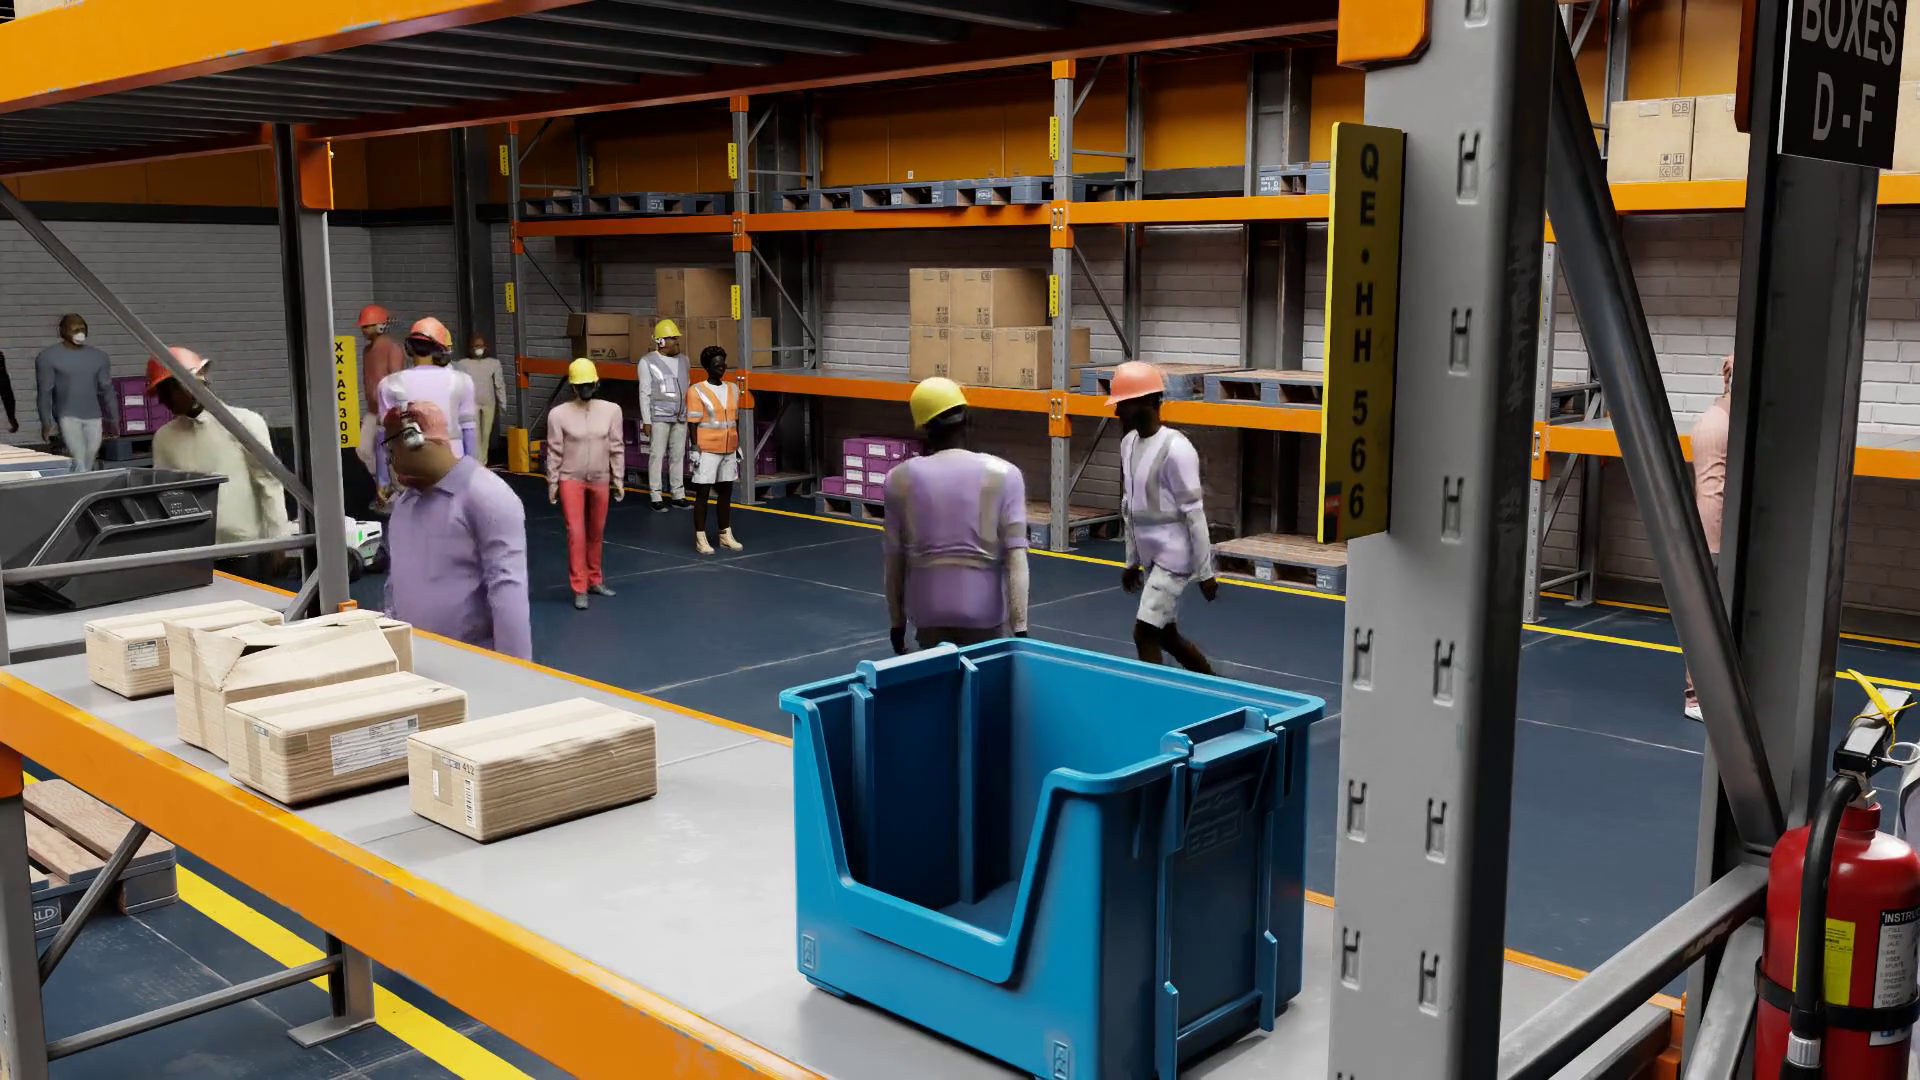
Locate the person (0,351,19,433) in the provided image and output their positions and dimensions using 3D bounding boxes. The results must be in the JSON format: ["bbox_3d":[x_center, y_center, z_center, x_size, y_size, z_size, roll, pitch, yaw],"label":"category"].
[{"bbox_3d":[-9.144,-1.159,15.416,0.987,1.954,0.610,7,12,36],"label":"person"}]

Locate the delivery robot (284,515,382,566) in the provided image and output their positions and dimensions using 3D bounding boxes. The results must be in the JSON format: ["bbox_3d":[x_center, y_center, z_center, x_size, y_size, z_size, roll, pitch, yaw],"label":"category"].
[{"bbox_3d":[-4.711,-0.027,12.436,0.707,0.478,0.477,1,9,10],"label":"delivery robot"}]

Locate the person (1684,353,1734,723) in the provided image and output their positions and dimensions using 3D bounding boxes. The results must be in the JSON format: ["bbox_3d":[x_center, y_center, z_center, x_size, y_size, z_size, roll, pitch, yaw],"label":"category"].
[{"bbox_3d":[3.956,-0.009,8.479,0.409,1.906,0.652,9,13,42],"label":"person"}]

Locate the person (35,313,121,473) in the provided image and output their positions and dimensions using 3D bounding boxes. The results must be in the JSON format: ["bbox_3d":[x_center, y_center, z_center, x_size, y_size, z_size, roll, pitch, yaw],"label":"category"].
[{"bbox_3d":[-7.767,-1.048,14.810,0.803,1.914,0.655,6,11,33],"label":"person"}]

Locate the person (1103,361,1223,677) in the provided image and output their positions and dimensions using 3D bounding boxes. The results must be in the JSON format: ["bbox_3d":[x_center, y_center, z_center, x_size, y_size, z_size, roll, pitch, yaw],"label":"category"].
[{"bbox_3d":[1.069,0.076,8.037,0.786,1.892,0.550,-3,10,-16],"label":"person"}]

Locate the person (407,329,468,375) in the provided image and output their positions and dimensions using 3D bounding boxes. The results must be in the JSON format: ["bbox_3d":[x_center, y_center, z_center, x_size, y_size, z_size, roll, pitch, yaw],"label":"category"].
[{"bbox_3d":[-4.482,-0.941,14.419,0.404,1.831,0.600,9,13,42],"label":"person"}]

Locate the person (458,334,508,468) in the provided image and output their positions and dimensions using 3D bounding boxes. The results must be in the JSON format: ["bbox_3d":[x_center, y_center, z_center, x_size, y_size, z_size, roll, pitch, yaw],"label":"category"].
[{"bbox_3d":[-5.244,-1.454,18.277,0.515,1.590,0.828,-5,10,-27],"label":"person"}]

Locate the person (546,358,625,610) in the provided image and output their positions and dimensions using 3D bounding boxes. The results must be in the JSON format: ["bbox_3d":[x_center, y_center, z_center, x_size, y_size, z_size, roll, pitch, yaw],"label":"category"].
[{"bbox_3d":[-2.593,-0.403,11.501,0.531,1.717,0.644,-5,11,-28],"label":"person"}]

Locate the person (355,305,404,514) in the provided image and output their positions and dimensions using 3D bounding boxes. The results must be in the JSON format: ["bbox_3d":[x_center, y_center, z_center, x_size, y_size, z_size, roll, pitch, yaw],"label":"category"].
[{"bbox_3d":[-5.459,-1.218,15.694,0.617,1.977,0.440,7,12,37],"label":"person"}]

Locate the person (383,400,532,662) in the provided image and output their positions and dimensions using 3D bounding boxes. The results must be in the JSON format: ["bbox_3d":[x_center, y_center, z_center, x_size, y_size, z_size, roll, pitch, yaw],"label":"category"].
[{"bbox_3d":[-1.763,0.448,5.839,0.694,1.865,0.434,6,11,32],"label":"person"}]

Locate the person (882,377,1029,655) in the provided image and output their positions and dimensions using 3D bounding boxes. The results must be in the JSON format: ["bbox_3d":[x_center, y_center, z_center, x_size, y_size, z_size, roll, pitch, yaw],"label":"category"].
[{"bbox_3d":[-0.019,0.288,6.731,0.618,1.879,0.506,2,9,11],"label":"person"}]

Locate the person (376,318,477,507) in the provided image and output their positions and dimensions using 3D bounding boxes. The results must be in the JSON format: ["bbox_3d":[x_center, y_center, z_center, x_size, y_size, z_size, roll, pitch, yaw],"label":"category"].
[{"bbox_3d":[-3.479,-0.444,10.894,0.686,1.991,0.839,-4,10,-22],"label":"person"}]

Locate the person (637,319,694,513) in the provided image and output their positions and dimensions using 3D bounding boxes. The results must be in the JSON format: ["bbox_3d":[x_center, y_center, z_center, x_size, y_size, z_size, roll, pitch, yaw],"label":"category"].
[{"bbox_3d":[-2.783,-1.182,15.888,0.404,1.833,0.600,9,13,42],"label":"person"}]

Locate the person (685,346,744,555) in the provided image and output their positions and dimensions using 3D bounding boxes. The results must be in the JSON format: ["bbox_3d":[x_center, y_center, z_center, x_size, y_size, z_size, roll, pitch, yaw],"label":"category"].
[{"bbox_3d":[-1.988,-0.733,13.557,0.315,1.696,0.541,9,13,42],"label":"person"}]

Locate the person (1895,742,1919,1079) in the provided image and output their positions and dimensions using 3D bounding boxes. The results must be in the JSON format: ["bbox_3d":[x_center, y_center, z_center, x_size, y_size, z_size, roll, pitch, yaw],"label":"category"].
[{"bbox_3d":[1.730,0.899,2.777,0.385,1.948,0.615,9,13,42],"label":"person"}]

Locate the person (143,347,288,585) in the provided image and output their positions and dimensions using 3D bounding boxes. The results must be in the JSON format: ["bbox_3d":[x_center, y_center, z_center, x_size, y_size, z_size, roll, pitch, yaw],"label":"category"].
[{"bbox_3d":[-3.587,0.039,8.098,0.703,1.946,0.427,1,9,4],"label":"person"}]
